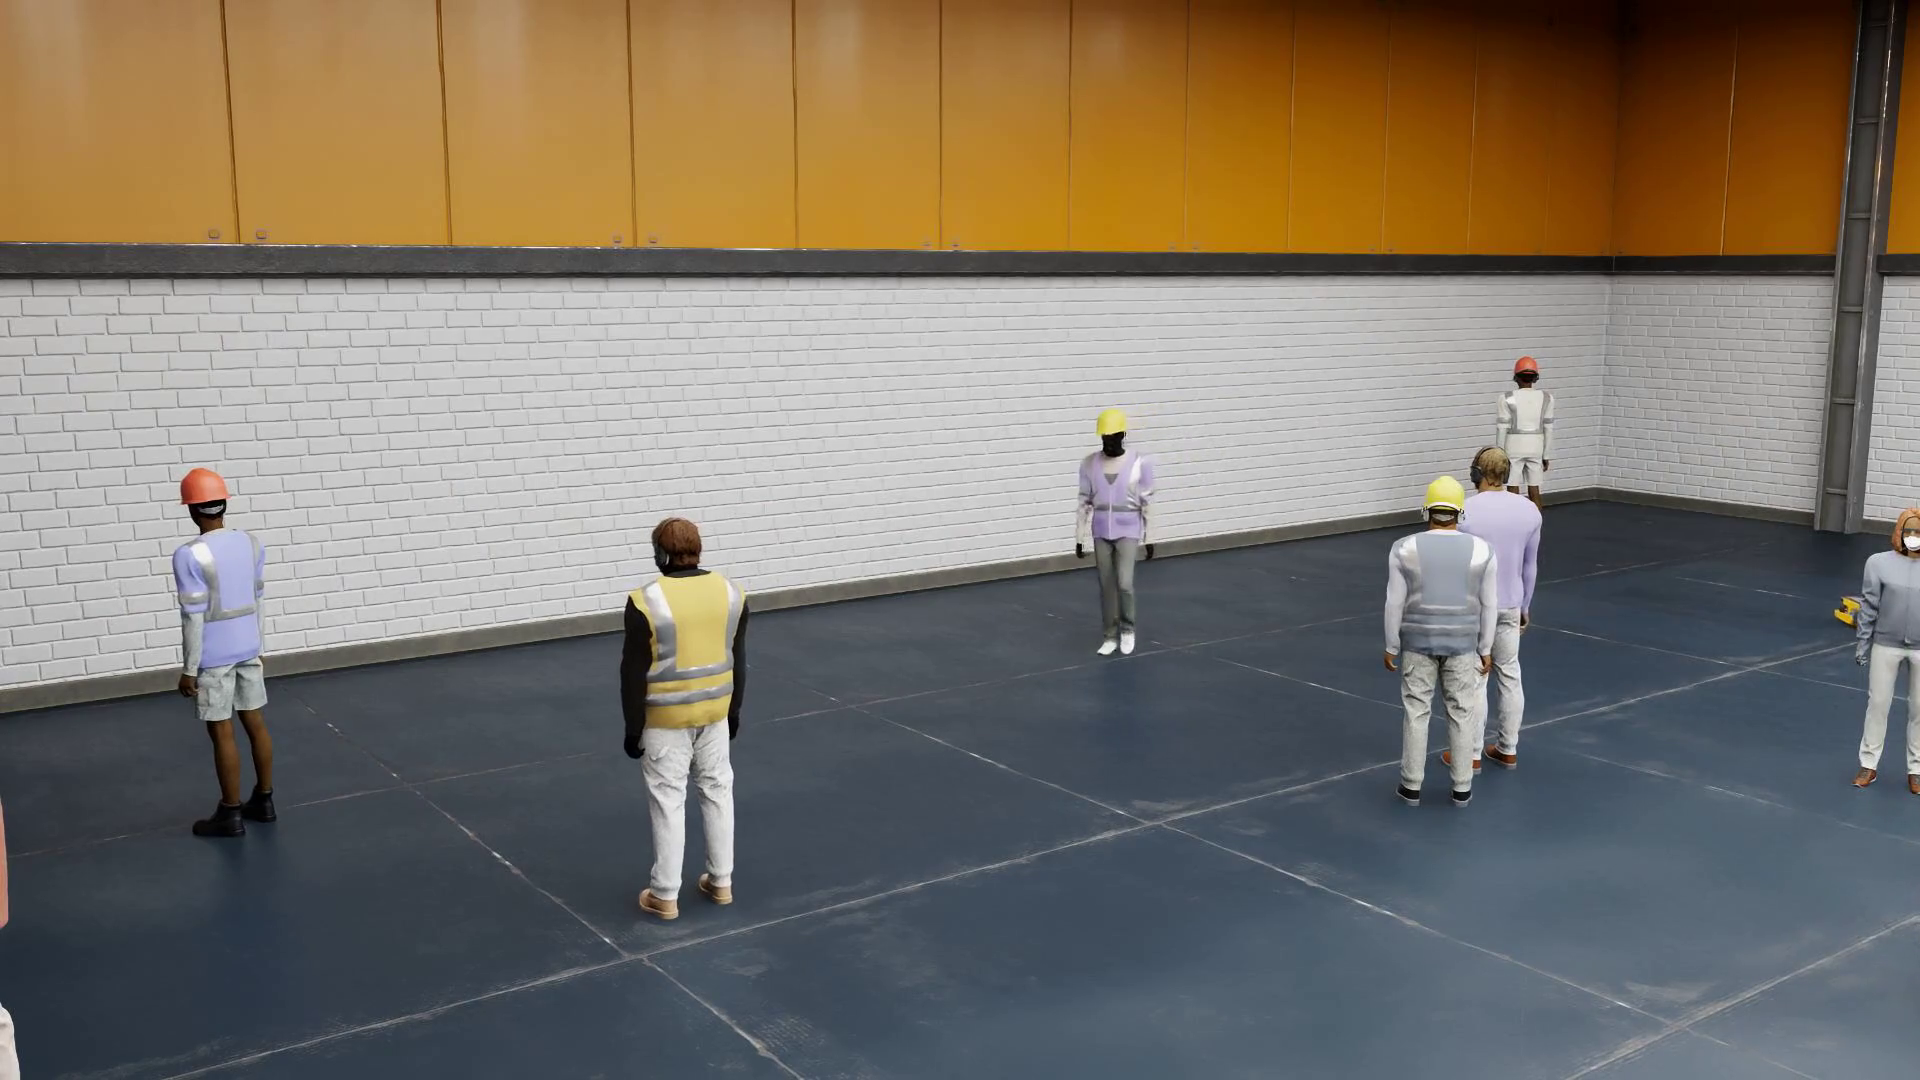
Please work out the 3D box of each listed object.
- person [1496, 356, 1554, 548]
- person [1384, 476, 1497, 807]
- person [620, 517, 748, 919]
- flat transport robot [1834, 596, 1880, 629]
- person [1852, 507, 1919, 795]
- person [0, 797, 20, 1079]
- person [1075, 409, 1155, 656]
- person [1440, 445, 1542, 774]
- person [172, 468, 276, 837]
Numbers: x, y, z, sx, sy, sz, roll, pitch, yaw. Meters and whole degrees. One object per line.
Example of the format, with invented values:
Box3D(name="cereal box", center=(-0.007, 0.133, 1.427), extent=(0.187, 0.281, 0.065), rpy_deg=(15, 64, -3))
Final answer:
Box3D(name="person", center=(5.968, -0.924, 17.672), extent=(0.609, 2.044, 0.394), rpy_deg=(0, 9, -1))
Box3D(name="person", center=(2.636, 0.560, 9.167), extent=(0.596, 1.831, 0.403), rpy_deg=(1, 9, 9))
Box3D(name="person", center=(-1.278, 0.807, 7.644), extent=(0.629, 1.836, 0.429), rpy_deg=(-8, 12, -39))
Box3D(name="flat transport robot", center=(7.649, 0.672, 13.285), extent=(0.652, 0.197, 1.431), rpy_deg=(1, 9, 4))
Box3D(name="person", center=(5.350, 0.621, 9.406), extent=(0.509, 1.632, 0.267), rpy_deg=(6, 11, 31))
Box3D(name="person", center=(-3.089, 1.148, 5.047), extent=(0.380, 1.995, 0.611), rpy_deg=(-3, 10, -19))
Box3D(name="person", center=(1.173, -0.050, 12.701), extent=(0.610, 1.906, 0.443), rpy_deg=(4, 10, 25))
Box3D(name="person", center=(3.087, 0.410, 9.768), extent=(0.629, 1.940, 0.377), rpy_deg=(-3, 10, -17))
Box3D(name="person", center=(-3.865, 0.588, 8.688), extent=(0.375, 1.934, 0.547), rpy_deg=(4, 10, 22))
